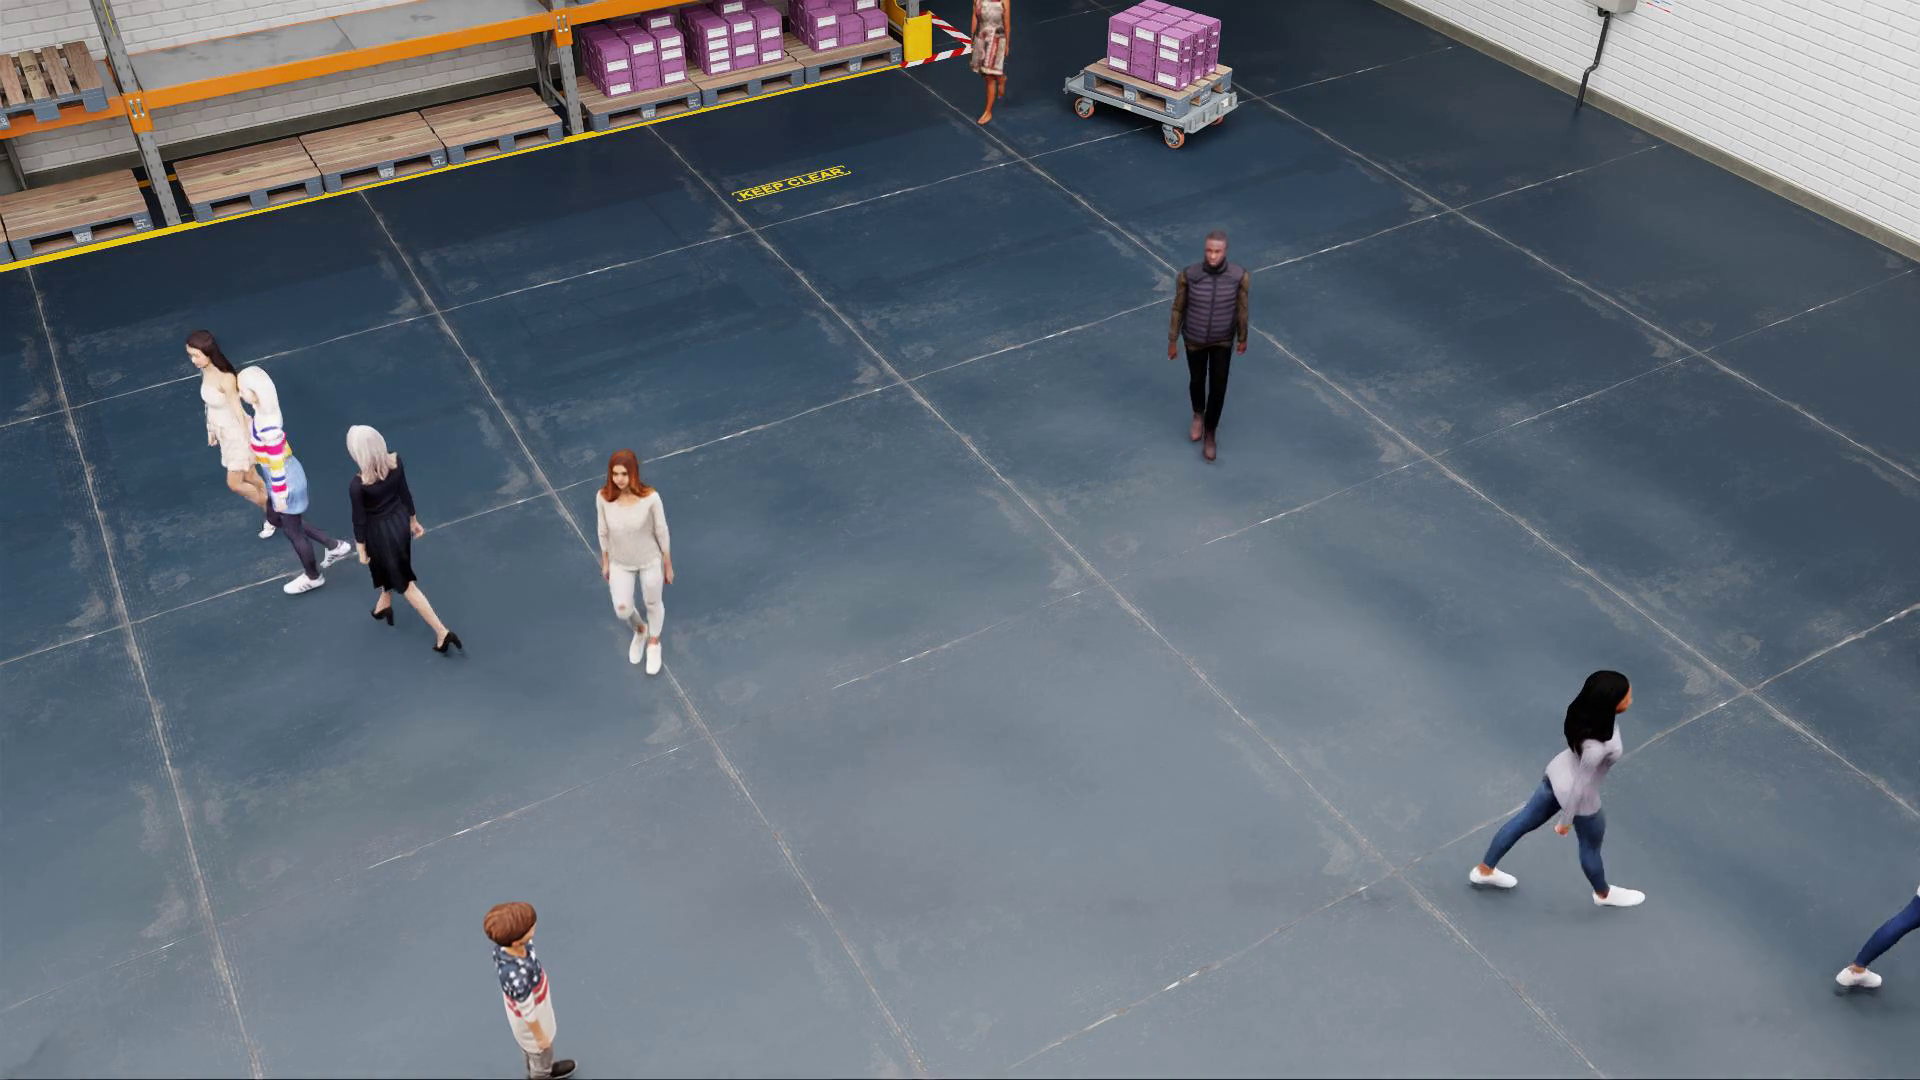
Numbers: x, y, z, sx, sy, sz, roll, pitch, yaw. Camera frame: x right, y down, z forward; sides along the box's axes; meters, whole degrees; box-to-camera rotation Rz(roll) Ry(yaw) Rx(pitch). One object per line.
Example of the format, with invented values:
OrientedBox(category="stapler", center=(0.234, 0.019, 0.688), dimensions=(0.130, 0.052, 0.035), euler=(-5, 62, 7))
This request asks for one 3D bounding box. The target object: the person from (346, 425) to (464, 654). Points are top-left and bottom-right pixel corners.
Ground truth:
OrientedBox(category="person", center=(-3.579, 0.039, 10.597), dimensions=(1.031, 1.701, 1.076), euler=(17, 42, 20))

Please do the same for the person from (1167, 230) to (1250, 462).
OrientedBox(category="person", center=(1.878, -1.543, 12.484), dimensions=(0.938, 1.818, 1.001), euler=(7, 39, 9))

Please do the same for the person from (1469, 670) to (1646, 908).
OrientedBox(category="person", center=(3.187, 1.351, 8.965), dimensions=(1.229, 1.687, 1.083), euler=(4, 39, 6))

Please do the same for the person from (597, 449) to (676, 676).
OrientedBox(category="person", center=(-2.042, 0.078, 10.548), dimensions=(0.667, 1.700, 0.769), euler=(0, 39, 0))

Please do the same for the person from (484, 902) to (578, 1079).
OrientedBox(category="person", center=(-2.086, 2.261, 8.023), dimensions=(0.497, 1.440, 0.527), euler=(-16, 41, -19))

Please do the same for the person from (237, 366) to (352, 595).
OrientedBox(category="person", center=(-4.433, -0.415, 11.086), dimensions=(0.751, 1.800, 0.697), euler=(-15, 41, -18))

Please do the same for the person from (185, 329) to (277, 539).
OrientedBox(category="person", center=(-4.931, -0.739, 11.548), dimensions=(0.605, 1.728, 0.647), euler=(-27, 46, -30))

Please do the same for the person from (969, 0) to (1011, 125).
OrientedBox(category="person", center=(0.368, -5.158, 17.163), dimensions=(0.885, 1.626, 1.033), euler=(19, 42, 22))
